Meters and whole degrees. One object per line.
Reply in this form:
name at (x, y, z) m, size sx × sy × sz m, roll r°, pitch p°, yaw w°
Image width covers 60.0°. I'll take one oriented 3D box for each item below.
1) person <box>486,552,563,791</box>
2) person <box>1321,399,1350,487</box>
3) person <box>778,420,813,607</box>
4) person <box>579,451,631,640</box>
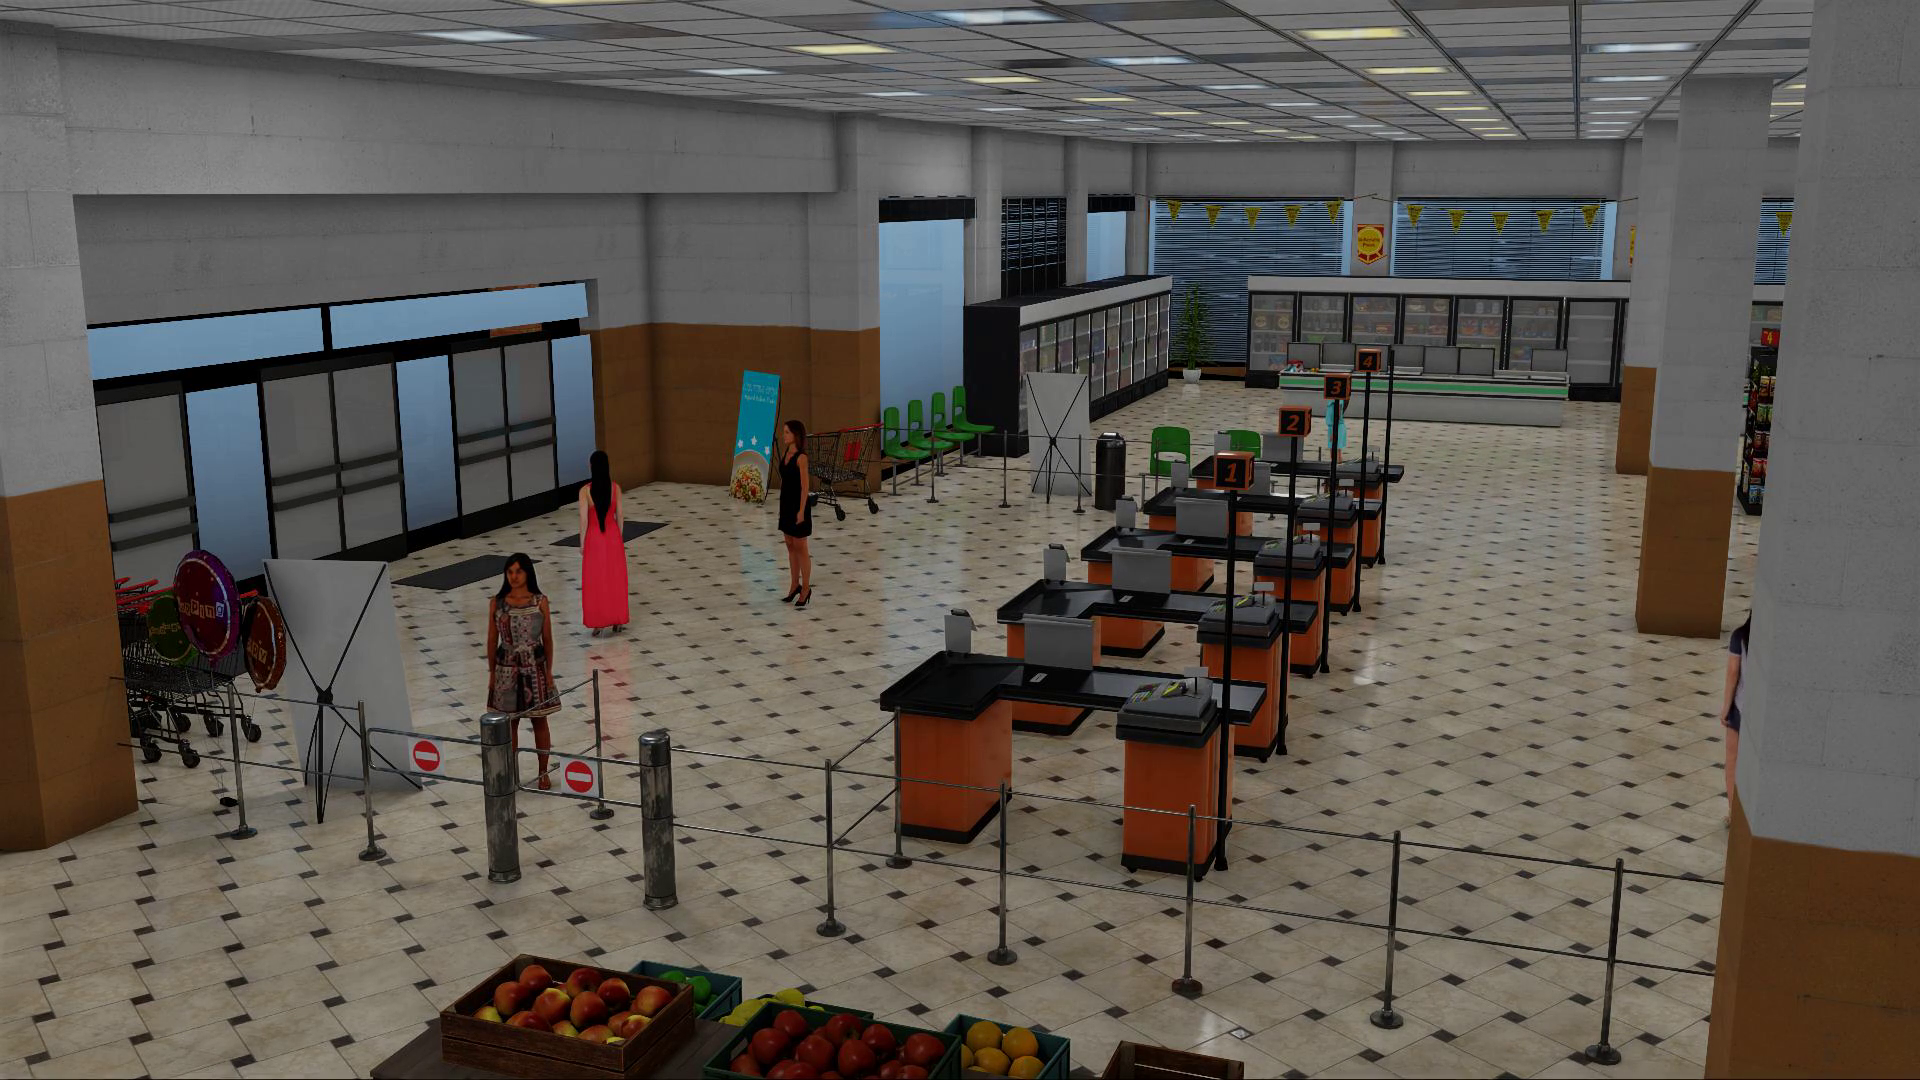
person at (-2.980, 0.889, 11.330) m, size 0.643 × 1.645 × 0.784 m, roll -2°, pitch 12°, yaw -8°
person at (5.193, -1.511, 22.940) m, size 0.544 × 1.558 × 0.554 m, roll 5°, pitch 13°, yaw 23°
person at (-1.618, -0.267, 16.358) m, size 0.722 × 1.835 × 0.627 m, roll -9°, pitch 15°, yaw -36°
person at (-3.260, 0.036, 15.185) m, size 0.713 × 1.727 × 0.748 m, roll -8°, pitch 14°, yaw -33°
